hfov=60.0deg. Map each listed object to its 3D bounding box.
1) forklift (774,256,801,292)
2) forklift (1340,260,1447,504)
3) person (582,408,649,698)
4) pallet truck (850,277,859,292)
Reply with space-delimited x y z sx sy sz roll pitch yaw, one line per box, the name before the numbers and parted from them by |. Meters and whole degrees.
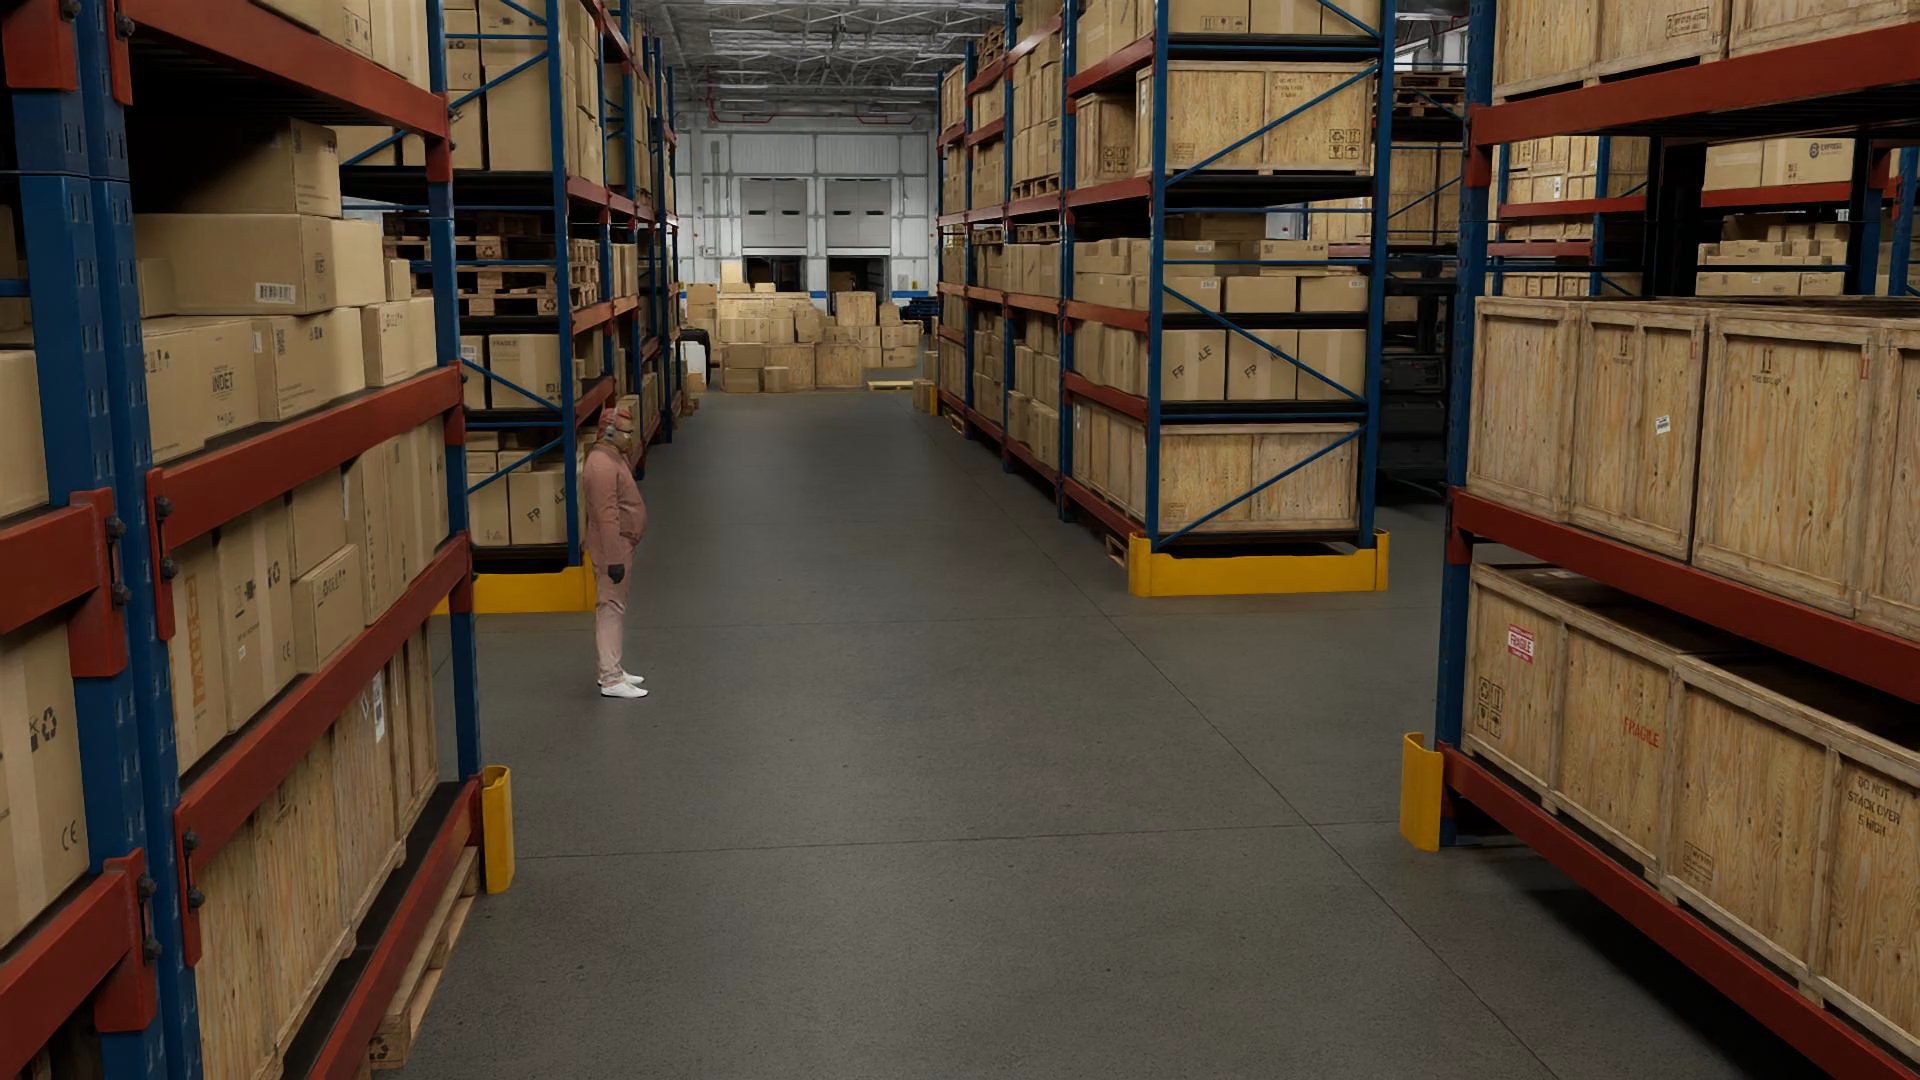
forklift | -6.208 -8.857 60.127 1.129 2.768 1.873 -6 12 -33
forklift | 5.188 -1.938 19.846 1.129 2.768 1.873 -1 10 -7
person | -2.262 0.079 10.961 0.407 1.902 0.638 -2 10 -13
pallet truck | -3.782 -9.391 65.808 1.885 1.965 0.823 2 10 10
